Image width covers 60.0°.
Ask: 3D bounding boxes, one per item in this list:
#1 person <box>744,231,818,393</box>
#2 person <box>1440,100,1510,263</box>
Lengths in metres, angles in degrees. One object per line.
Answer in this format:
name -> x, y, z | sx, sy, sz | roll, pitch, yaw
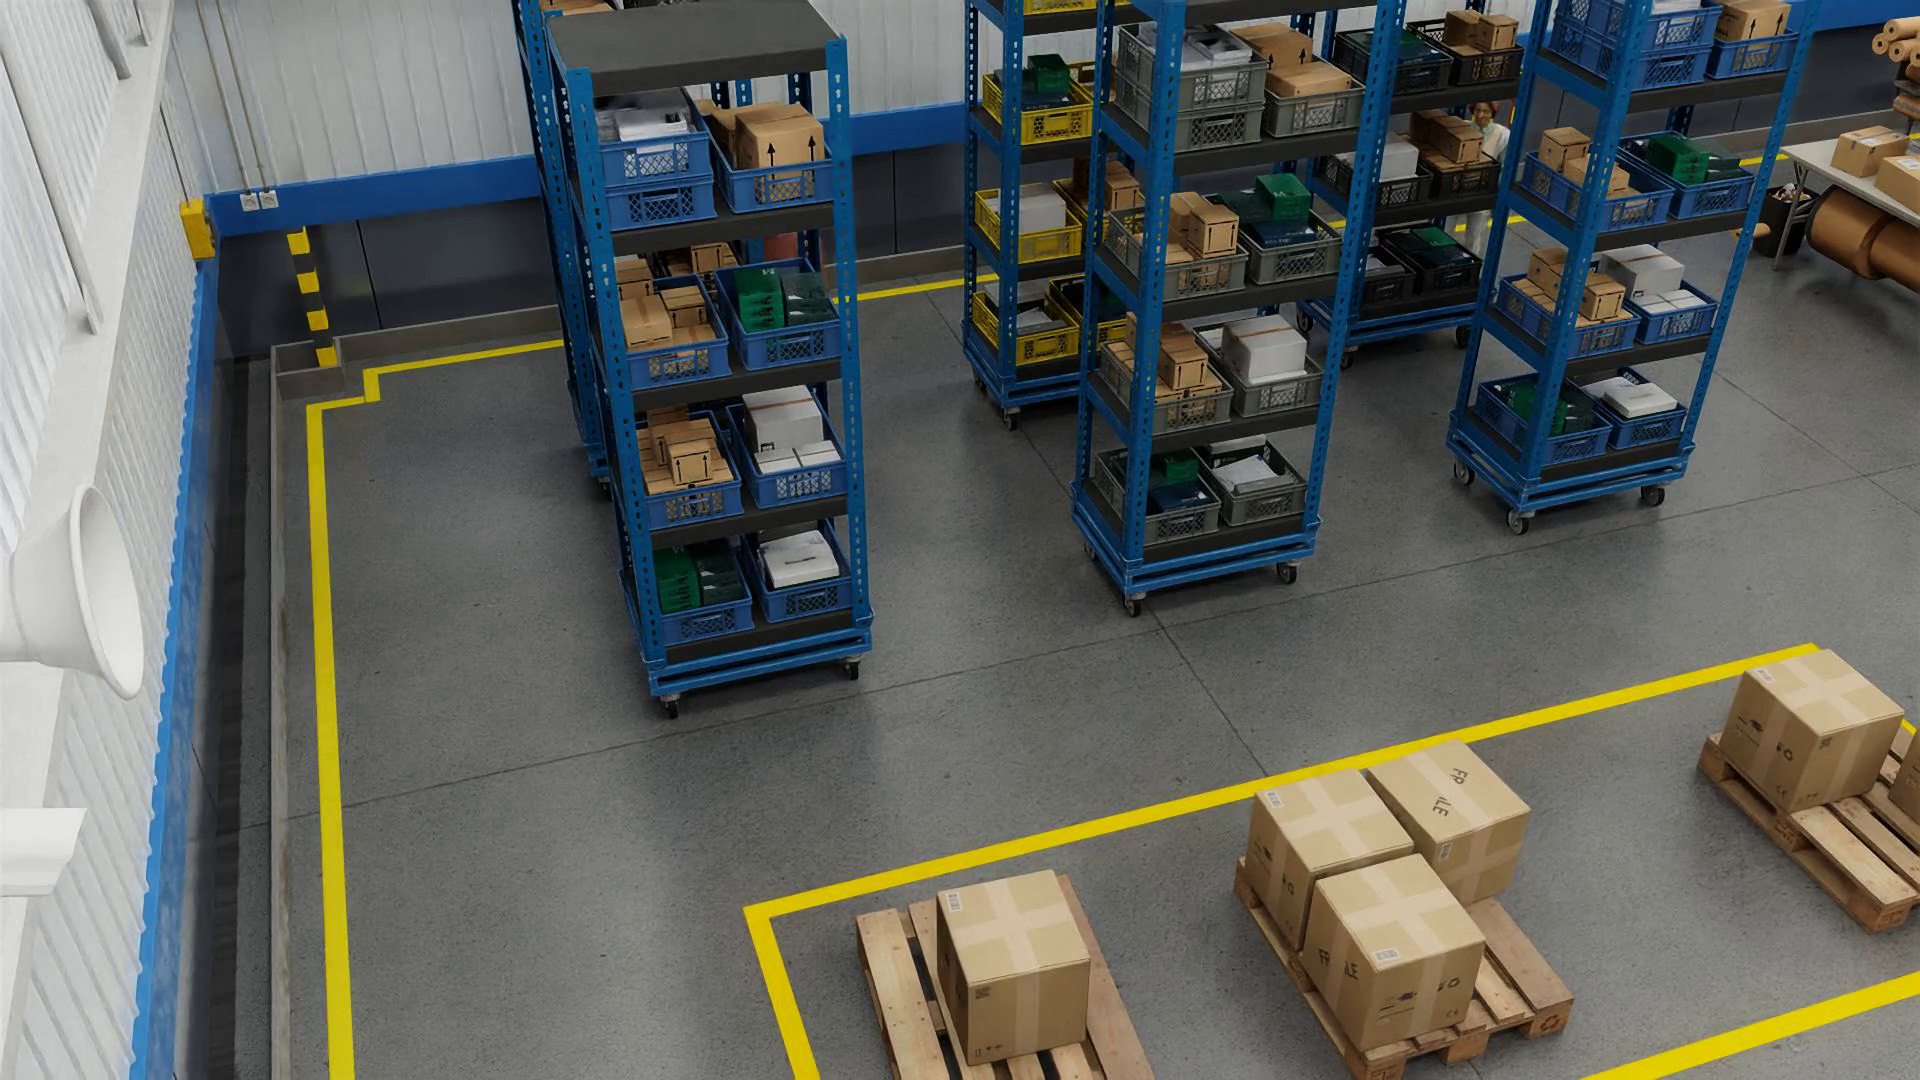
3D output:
person -> -1.125, -1.371, 10.504 | 0.637, 1.983, 0.414 | 24, 42, 30
person -> 3.832, -2.594, 12.528 | 0.514, 1.641, 0.315 | 11, 37, 16
